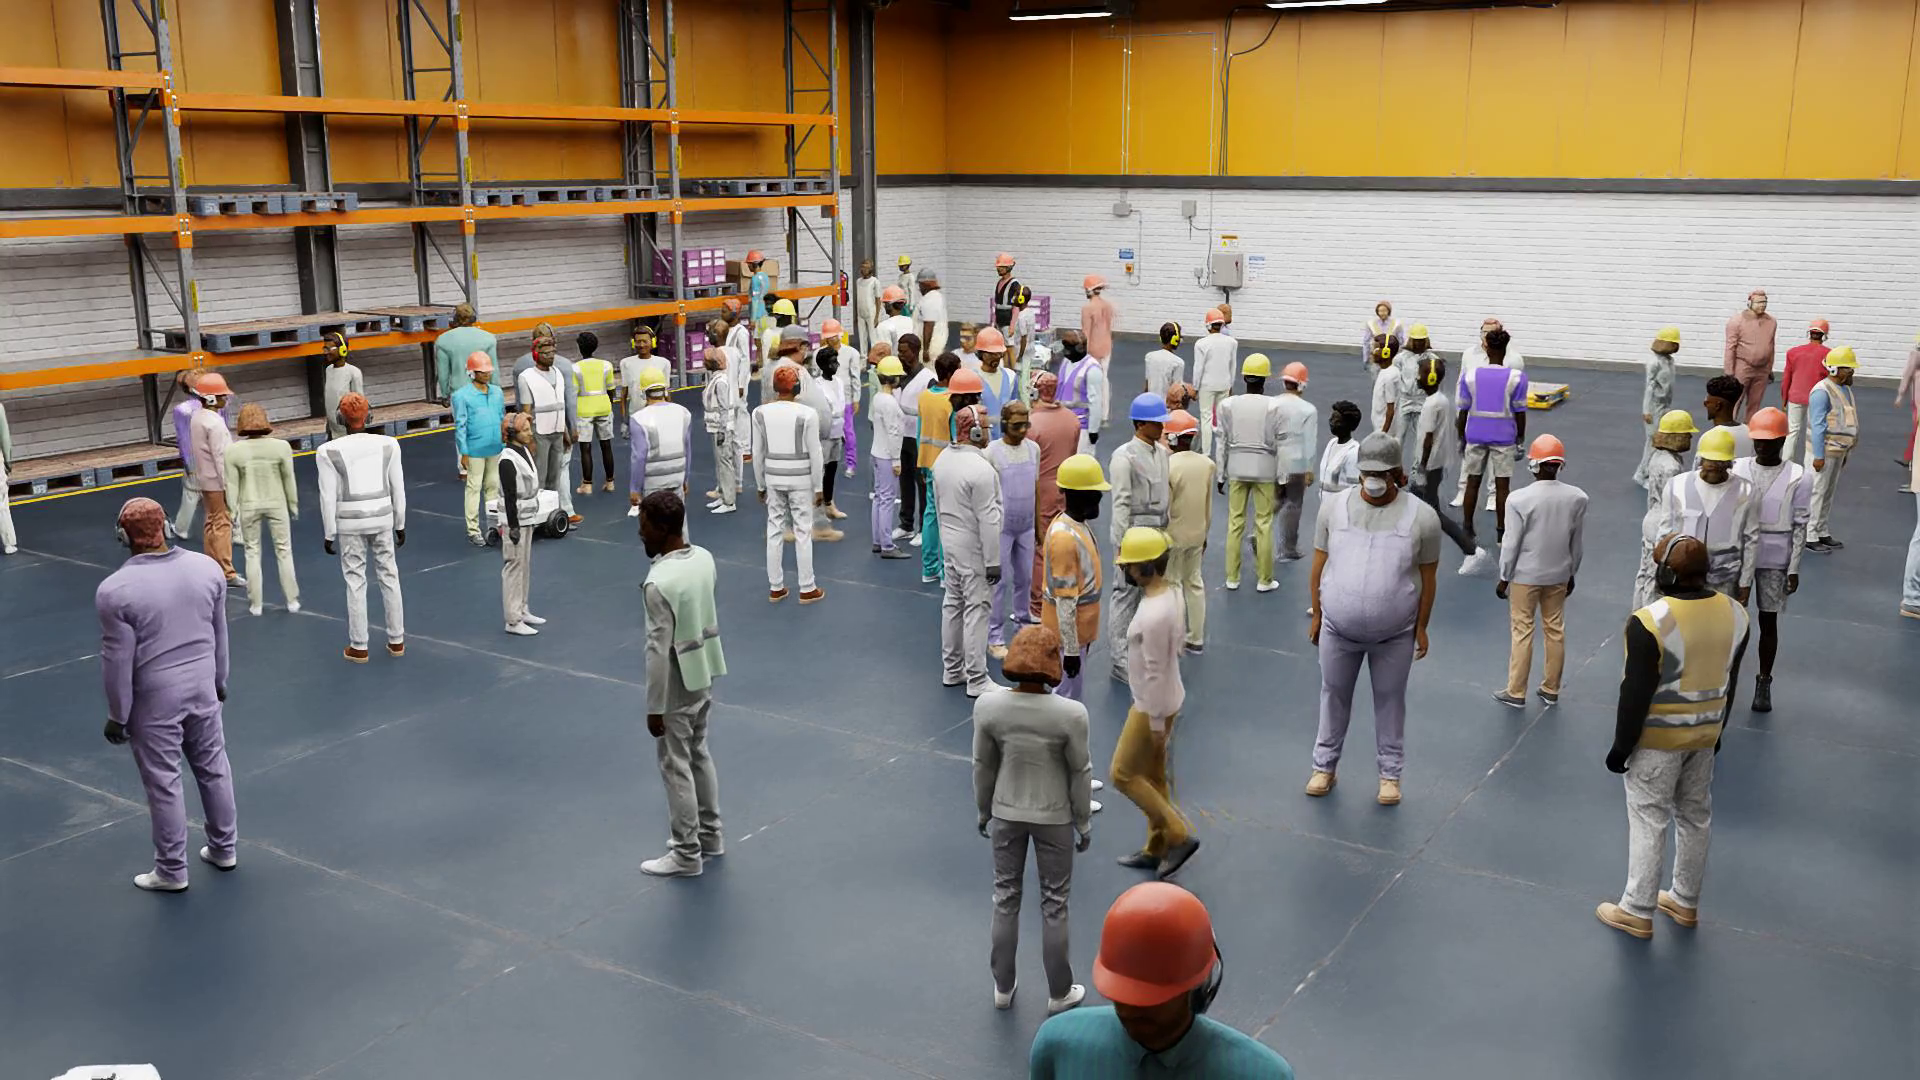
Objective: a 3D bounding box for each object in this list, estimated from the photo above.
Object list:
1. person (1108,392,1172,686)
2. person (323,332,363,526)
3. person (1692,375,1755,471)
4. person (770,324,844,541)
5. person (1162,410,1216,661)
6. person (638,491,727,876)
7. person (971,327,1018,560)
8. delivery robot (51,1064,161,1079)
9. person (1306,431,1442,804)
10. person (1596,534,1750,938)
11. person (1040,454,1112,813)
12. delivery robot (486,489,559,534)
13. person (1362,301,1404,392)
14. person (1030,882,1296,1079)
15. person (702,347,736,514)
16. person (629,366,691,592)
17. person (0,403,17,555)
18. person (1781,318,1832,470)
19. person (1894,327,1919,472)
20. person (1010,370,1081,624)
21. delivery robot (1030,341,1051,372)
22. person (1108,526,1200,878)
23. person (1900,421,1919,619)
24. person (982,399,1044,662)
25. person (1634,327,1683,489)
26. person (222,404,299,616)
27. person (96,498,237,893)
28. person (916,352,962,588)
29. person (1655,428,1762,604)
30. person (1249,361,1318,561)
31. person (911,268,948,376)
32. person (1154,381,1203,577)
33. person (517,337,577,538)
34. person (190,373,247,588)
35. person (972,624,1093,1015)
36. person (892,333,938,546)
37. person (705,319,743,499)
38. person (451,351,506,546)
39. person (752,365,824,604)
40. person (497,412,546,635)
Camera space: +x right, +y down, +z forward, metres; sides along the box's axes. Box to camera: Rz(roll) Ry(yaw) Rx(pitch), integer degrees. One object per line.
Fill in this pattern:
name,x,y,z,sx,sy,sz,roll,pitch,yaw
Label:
person,1.206,-0.015,11.070,0.392,1.949,0.602,9,16,35
person,-5.770,-1.011,15.566,0.515,1.873,0.329,8,15,31
person,5.358,-0.190,11.791,0.612,1.963,0.363,-10,16,-37
person,-1.401,-0.981,15.062,0.613,2.000,0.759,2,13,8
person,1.517,-0.037,11.594,0.572,1.749,0.341,-11,17,-40
person,-1.347,0.698,8.081,0.390,1.908,0.600,4,13,15
person,0.262,-0.804,14.288,0.616,2.041,0.378,-8,15,-31
delivery robot,-2.860,1.962,5.345,0.477,0.478,0.707,-1,13,-3
person,2.207,0.423,8.970,0.674,2.000,0.535,5,14,21
person,3.167,0.875,7.454,0.621,1.843,0.429,-5,14,-20
person,0.618,0.488,8.939,0.366,1.927,0.585,2,13,7
delivery robot,-3.981,-0.295,15.134,0.477,0.478,0.707,6,14,24
person,5.557,-2.333,21.865,0.521,1.610,0.597,4,14,18
person,0.416,1.673,3.651,0.626,1.991,0.389,4,14,19
person,-2.371,-1.078,16.368,0.311,1.636,0.523,-4,13,-15
person,-2.415,-0.478,13.344,0.404,1.829,0.591,11,17,39
person,-8.542,-0.649,14.500,0.514,1.641,0.307,-10,16,-37
person,9.302,-1.555,18.212,0.574,1.740,0.355,9,16,35
person,10.640,-1.629,18.506,0.548,1.737,0.764,-3,13,-15
person,0.609,-0.320,12.485,0.406,1.911,0.639,12,17,41
delivery robot,1.243,-2.940,26.608,0.477,0.478,0.707,3,13,12
person,0.911,0.792,8.017,0.382,1.747,0.508,3,13,14
person,7.420,-0.394,12.616,0.384,1.992,0.622,8,15,31
person,0.360,-0.071,11.568,0.511,1.838,0.351,-9,16,-34
person,7.331,-1.383,17.488,0.495,1.731,0.414,-11,17,-39
person,-5.325,-0.226,12.701,0.504,1.628,0.278,-5,14,-20
person,-3.787,0.734,7.930,0.403,1.904,0.637,8,15,30
person,-0.136,-0.569,13.544,0.375,1.917,0.598,-9,16,-35
person,4.678,0.192,10.452,0.594,1.825,0.403,6,14,26
person,2.806,-0.672,14.378,0.503,1.736,0.567,-11,17,-40
person,-0.442,-2.623,22.183,0.535,2.000,0.757,2,13,10
person,1.804,-0.498,13.845,0.306,1.639,0.524,-11,17,-40
person,-3.839,-0.960,15.394,0.383,1.845,0.570,6,14,24
person,-6.024,-0.485,13.536,0.334,1.749,0.575,-11,17,-38
person,0.296,1.137,6.769,0.498,1.633,0.284,4,14,18
person,-0.414,-0.914,15.037,0.398,1.920,0.590,-12,17,-42
person,-2.431,-1.336,17.027,0.343,1.847,0.506,6,14,24
person,-4.311,-0.837,15.064,0.325,1.752,0.559,8,15,31
person,-1.334,-0.431,13.022,0.573,1.883,0.356,4,14,16
person,-3.242,-0.127,12.238,0.311,1.639,0.521,0,13,-2
